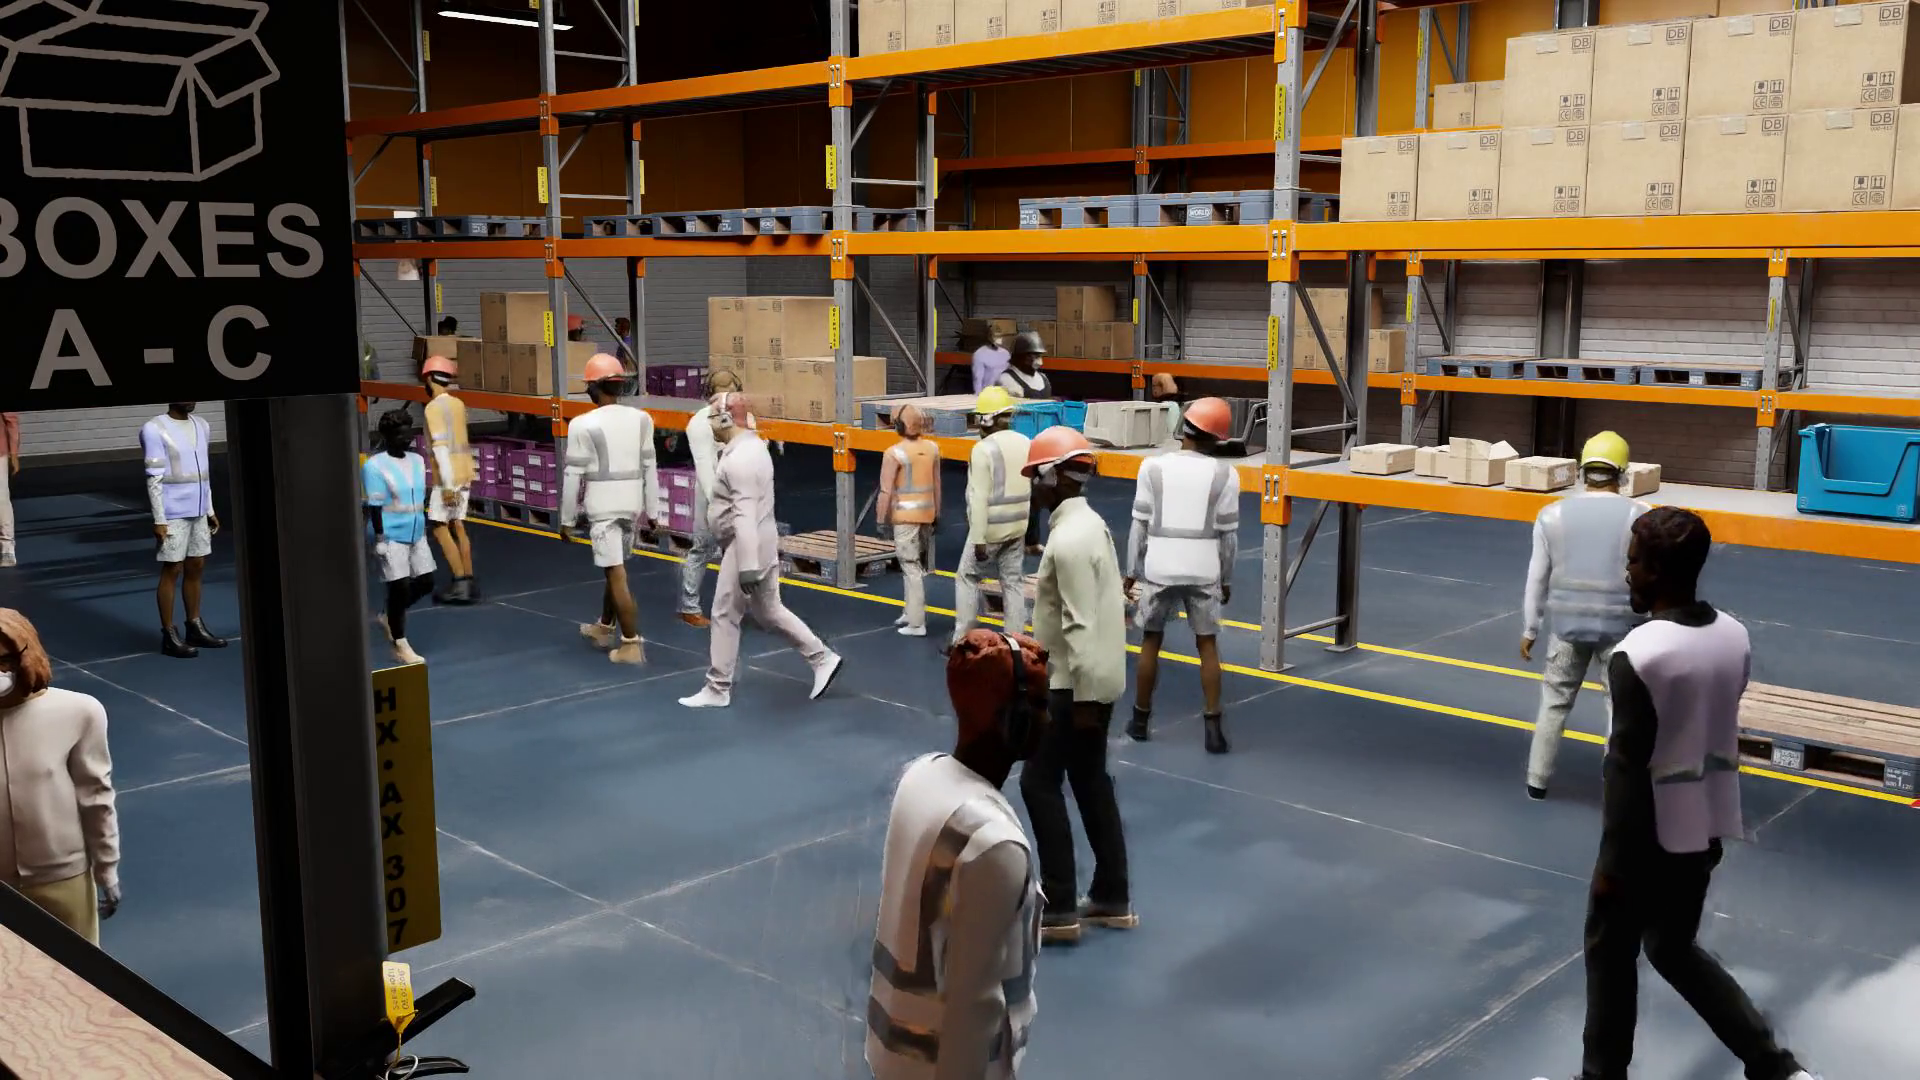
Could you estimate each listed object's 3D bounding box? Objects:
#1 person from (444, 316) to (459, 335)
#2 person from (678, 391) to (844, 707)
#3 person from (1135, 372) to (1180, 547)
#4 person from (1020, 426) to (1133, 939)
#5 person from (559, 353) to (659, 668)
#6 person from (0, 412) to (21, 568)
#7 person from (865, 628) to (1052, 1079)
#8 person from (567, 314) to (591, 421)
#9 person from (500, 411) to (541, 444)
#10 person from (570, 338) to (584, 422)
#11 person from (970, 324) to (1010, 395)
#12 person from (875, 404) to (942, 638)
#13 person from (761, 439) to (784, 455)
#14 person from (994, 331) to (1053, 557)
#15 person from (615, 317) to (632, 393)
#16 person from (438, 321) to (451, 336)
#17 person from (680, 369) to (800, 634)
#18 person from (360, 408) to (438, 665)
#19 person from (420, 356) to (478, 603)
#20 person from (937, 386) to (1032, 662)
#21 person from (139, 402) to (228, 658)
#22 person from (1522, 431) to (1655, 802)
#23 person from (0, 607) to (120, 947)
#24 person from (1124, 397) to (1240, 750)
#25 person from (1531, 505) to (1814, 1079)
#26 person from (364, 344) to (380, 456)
[{"bbox_3d":[-7.615,-2.417,24.918,0.573,1.867,0.475,-5,10,-27],"label":"person"},{"bbox_3d":[-1.166,0.061,9.724,0.905,1.869,0.672,0,9,1],"label":"person"},{"bbox_3d":[1.820,-0.718,15.193,0.422,1.617,0.533,6,11,33],"label":"person"},{"bbox_3d":[0.440,0.541,6.455,0.557,1.954,0.665,2,10,13],"label":"person"},{"bbox_3d":[-2.357,-0.203,10.836,0.924,2.009,0.636,8,12,41],"label":"person"},{"bbox_3d":[-8.374,-0.742,14.203,0.622,1.992,0.396,-2,10,-14],"label":"person"},{"bbox_3d":[-0.122,1.091,3.451,0.894,1.846,0.586,-4,10,-21],"label":"person"},{"bbox_3d":[-4.691,-1.809,20.721,0.530,2.009,0.663,2,9,9],"label":"person"},{"bbox_3d":[-5.507,-1.738,20.931,0.566,1.793,0.584,-5,10,-26],"label":"person"},{"bbox_3d":[-5.412,-2.153,23.170,0.632,1.904,1.000,-1,9,-8],"label":"person"},{"bbox_3d":[0.424,-1.698,20.395,0.657,1.880,1.031,-8,12,-39],"label":"person"},{"bbox_3d":[-0.411,-0.140,11.620,0.560,1.619,0.540,8,12,40],"label":"person"},{"bbox_3d":[-2.625,-2.063,22.773,0.633,1.842,0.429,-9,13,-43],"label":"person"},{"bbox_3d":[0.620,-0.852,14.734,0.539,2.000,0.690,7,11,35],"label":"person"},{"bbox_3d":[-4.903,-2.360,24.581,0.395,1.844,0.564,-1,9,-8],"label":"person"},{"bbox_3d":[-6.899,-1.992,22.243,0.519,1.873,0.328,-8,12,-40],"label":"person"},{"bbox_3d":[-1.609,-0.255,11.602,1.021,1.870,0.629,8,12,40],"label":"person"},{"bbox_3d":[-3.663,-0.022,10.780,0.430,1.676,0.535,5,10,27],"label":"person"},{"bbox_3d":[-3.963,-0.472,12.859,0.500,1.890,0.601,1,9,8],"label":"person"},{"bbox_3d":[0.173,-0.087,10.749,0.602,1.817,0.608,9,13,42],"label":"person"},{"bbox_3d":[-5.135,-0.199,11.045,0.379,1.937,0.547,3,10,16],"label":"person"},{"bbox_3d":[2.984,0.394,7.822,0.612,1.825,0.410,6,11,32],"label":"person"},{"bbox_3d":[-2.673,0.983,4.751,0.496,1.627,0.272,-4,10,-25],"label":"person"},{"bbox_3d":[1.173,0.181,8.882,0.617,1.888,0.476,2,9,10],"label":"person"},{"bbox_3d":[2.071,0.846,4.772,0.597,1.898,0.743,-7,12,-36],"label":"person"},{"bbox_3d":[-8.165,-1.983,22.450,0.645,1.804,0.676,-4,10,-24],"label":"person"}]
